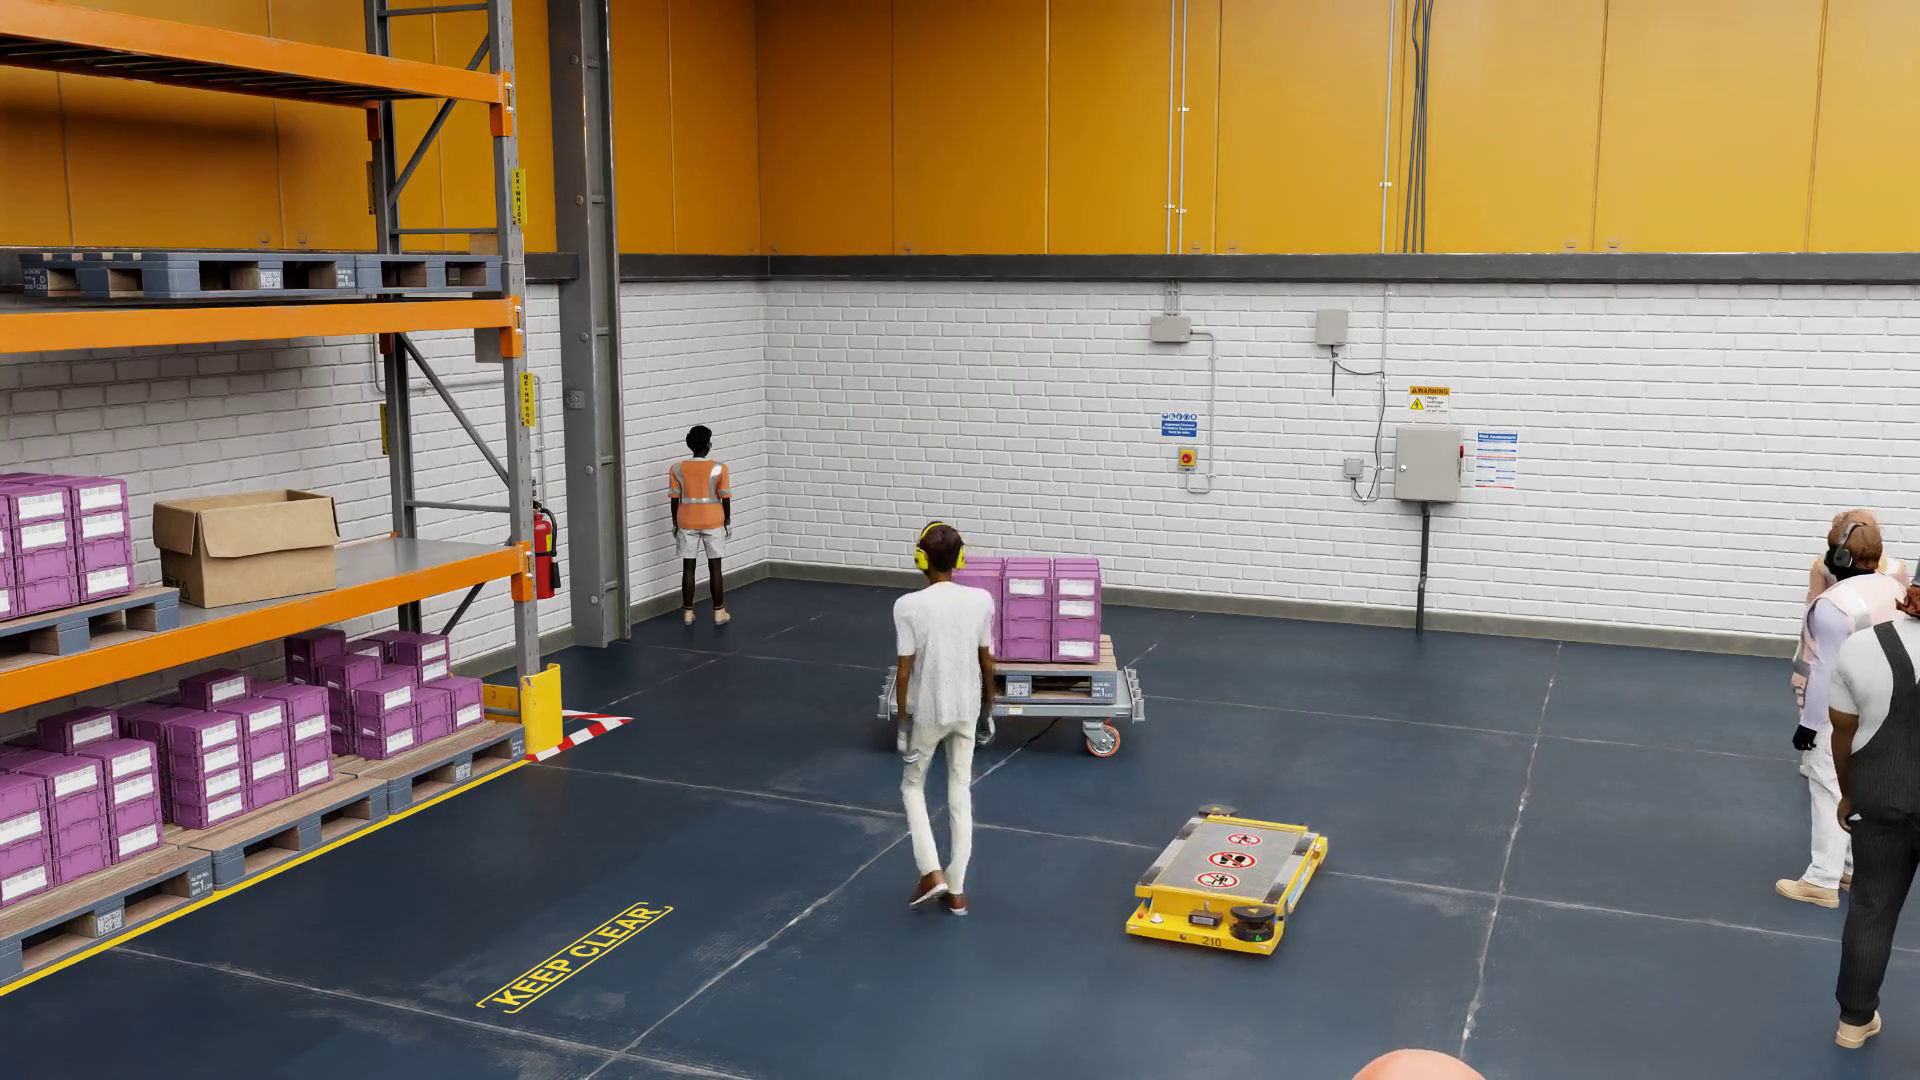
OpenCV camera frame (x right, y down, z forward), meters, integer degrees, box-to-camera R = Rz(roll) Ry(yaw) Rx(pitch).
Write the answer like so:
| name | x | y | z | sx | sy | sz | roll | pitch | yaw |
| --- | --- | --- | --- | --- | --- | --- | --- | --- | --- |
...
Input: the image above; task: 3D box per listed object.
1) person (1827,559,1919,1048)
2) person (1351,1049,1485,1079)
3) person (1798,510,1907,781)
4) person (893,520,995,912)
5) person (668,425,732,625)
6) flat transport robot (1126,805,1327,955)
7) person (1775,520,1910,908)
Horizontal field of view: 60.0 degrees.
| name | x | y | z | sx | sy | sz | roll | pitch | yaw |
| --- | --- | --- | --- | --- | --- | --- | --- | --- | --- |
| person | 3.683 | 0.985 | 6.313 | 0.536 | 2.000 | 0.688 | -8 | 12 | -41 |
| person | 0.626 | 1.660 | 2.369 | 0.625 | 1.990 | 0.394 | 8 | 12 | 40 |
| person | 5.178 | 0.642 | 9.662 | 0.554 | 1.627 | 0.315 | 4 | 10 | 24 |
| person | -0.066 | 0.834 | 7.812 | 0.532 | 1.856 | 0.388 | -3 | 10 | -17 |
| person | -2.189 | -0.125 | 14.068 | 0.540 | 1.698 | 0.317 | 0 | 9 | 3 |
| flat transport robot | 1.311 | 1.595 | 7.969 | 0.652 | 0.197 | 1.431 | 4 | 10 | 22 |
| person | 4.185 | 0.820 | 7.917 | 0.621 | 1.845 | 0.429 | -6 | 11 | -32 |
